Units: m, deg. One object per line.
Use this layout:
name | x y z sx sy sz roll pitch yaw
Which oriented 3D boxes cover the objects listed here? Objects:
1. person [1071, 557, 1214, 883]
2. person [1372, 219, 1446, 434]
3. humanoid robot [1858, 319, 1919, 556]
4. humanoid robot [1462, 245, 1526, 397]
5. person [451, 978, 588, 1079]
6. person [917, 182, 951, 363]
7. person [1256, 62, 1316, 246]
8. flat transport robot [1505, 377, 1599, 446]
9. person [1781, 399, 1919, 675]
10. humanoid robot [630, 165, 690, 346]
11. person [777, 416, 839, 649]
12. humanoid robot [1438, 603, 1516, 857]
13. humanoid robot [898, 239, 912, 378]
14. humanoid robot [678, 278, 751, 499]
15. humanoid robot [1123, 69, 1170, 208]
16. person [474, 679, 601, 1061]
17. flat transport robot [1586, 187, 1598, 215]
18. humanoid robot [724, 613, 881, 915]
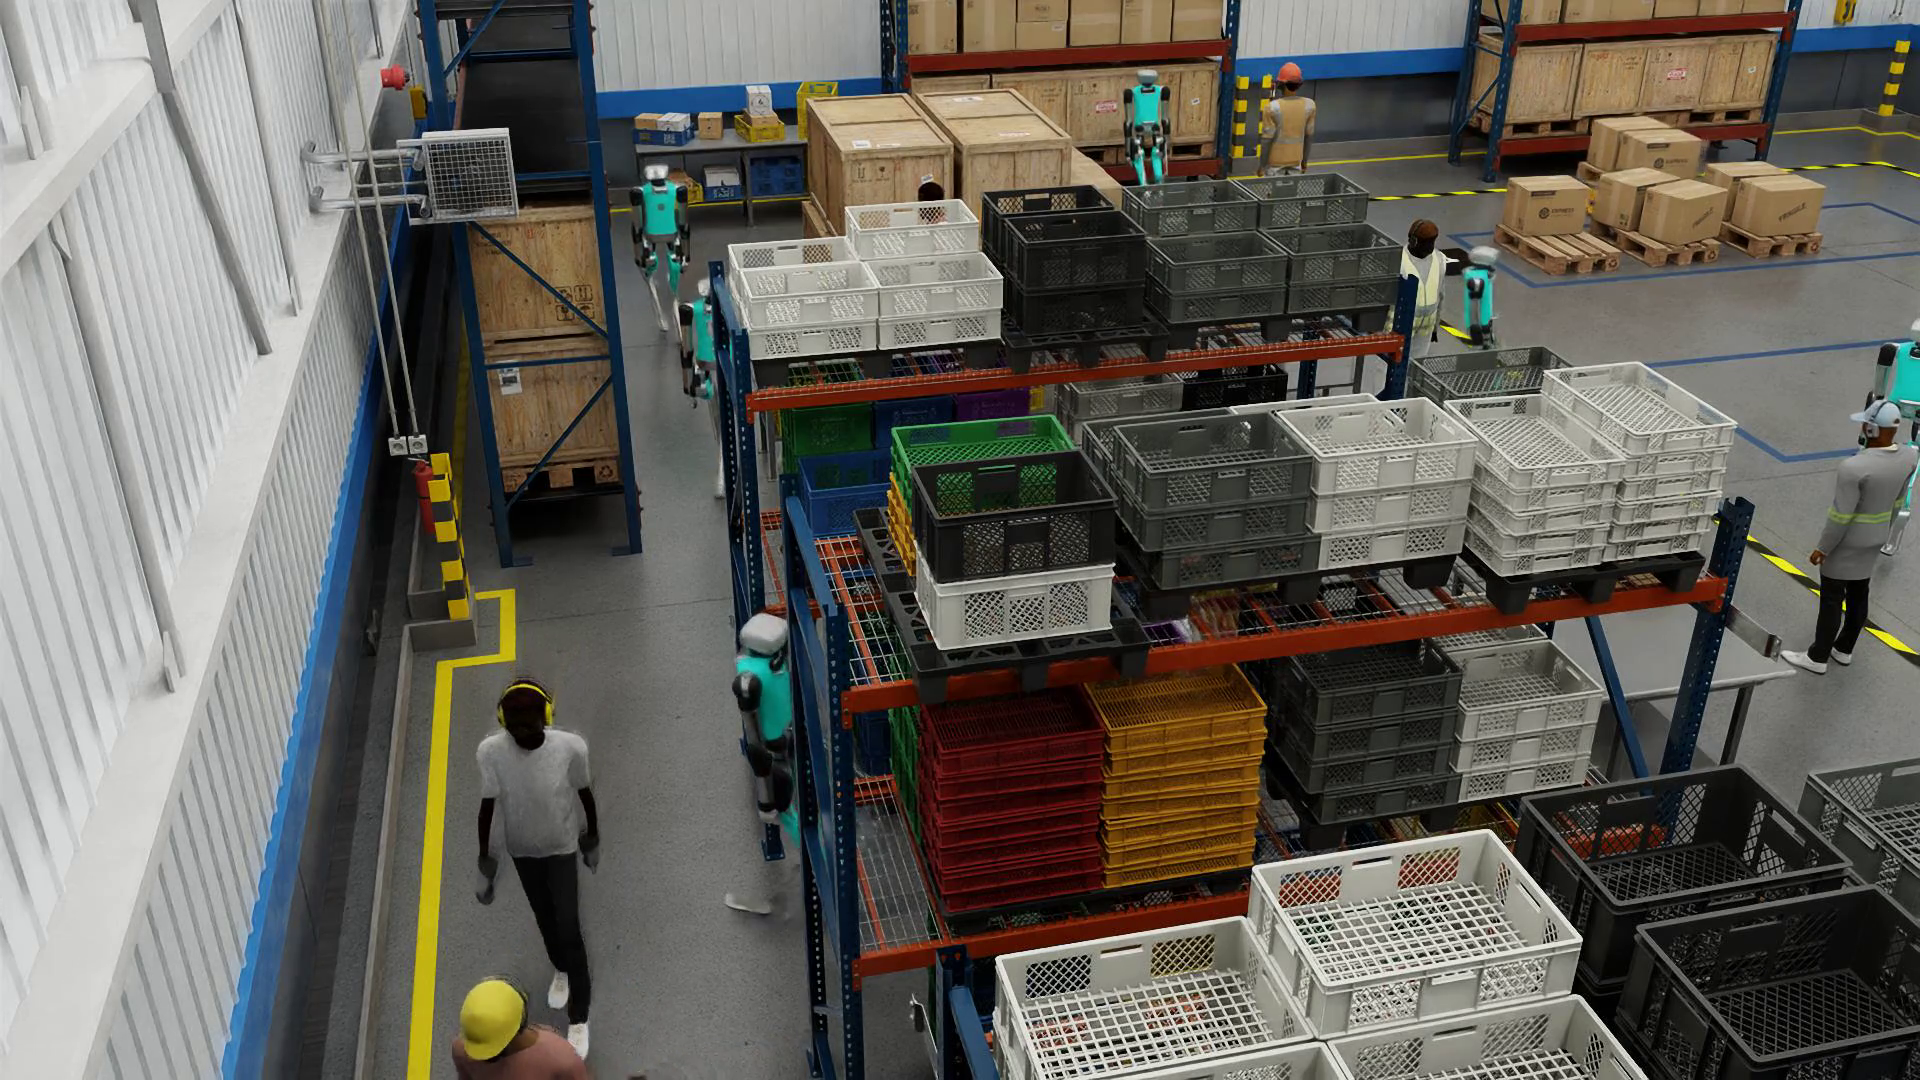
person | 1.043 0.897 8.485 0.964 2.011 0.602 -2 28 -3
person | 3.689 -1.744 13.680 0.622 1.837 0.429 -9 29 -16
humanoid robot | 6.532 -0.648 11.556 0.533 1.677 0.735 14 31 24
humanoid robot | 4.298 -1.417 13.165 0.817 1.783 0.603 9 29 17
person | -1.575 2.275 6.139 0.553 1.743 0.384 9 29 17
person | -0.186 -2.141 14.342 0.376 1.915 0.591 -3 28 -5
person | 3.487 -4.107 17.934 0.606 2.047 0.365 -8 29 -15
flat transport robot | 4.780 -1.036 14.013 0.659 0.231 1.431 -6 28 -12
person | 5.568 -0.022 10.391 0.588 1.851 0.386 -12 30 -21
humanoid robot | -2.793 -2.686 15.557 0.540 1.734 0.978 -8 29 -14
person | -0.904 -0.065 10.495 0.499 1.838 0.343 -17 32 -29
humanoid robot | 2.633 1.053 8.534 0.322 1.654 0.596 8 29 15
humanoid robot | -0.377 -1.824 14.000 0.550 1.639 0.589 -8 29 -15
humanoid robot | -1.865 -1.271 12.948 0.548 1.773 1.034 -1 28 -3
humanoid robot | 2.126 -4.257 18.661 0.555 1.893 0.778 -3 28 -5
person | -1.922 1.496 7.524 0.522 1.844 0.788 0 28 0
flat transport robot | 8.006 -4.043 19.688 1.431 0.197 0.652 -6 28 -12
humanoid robot | -0.751 1.182 8.227 0.908 1.767 0.539 6 28 12
